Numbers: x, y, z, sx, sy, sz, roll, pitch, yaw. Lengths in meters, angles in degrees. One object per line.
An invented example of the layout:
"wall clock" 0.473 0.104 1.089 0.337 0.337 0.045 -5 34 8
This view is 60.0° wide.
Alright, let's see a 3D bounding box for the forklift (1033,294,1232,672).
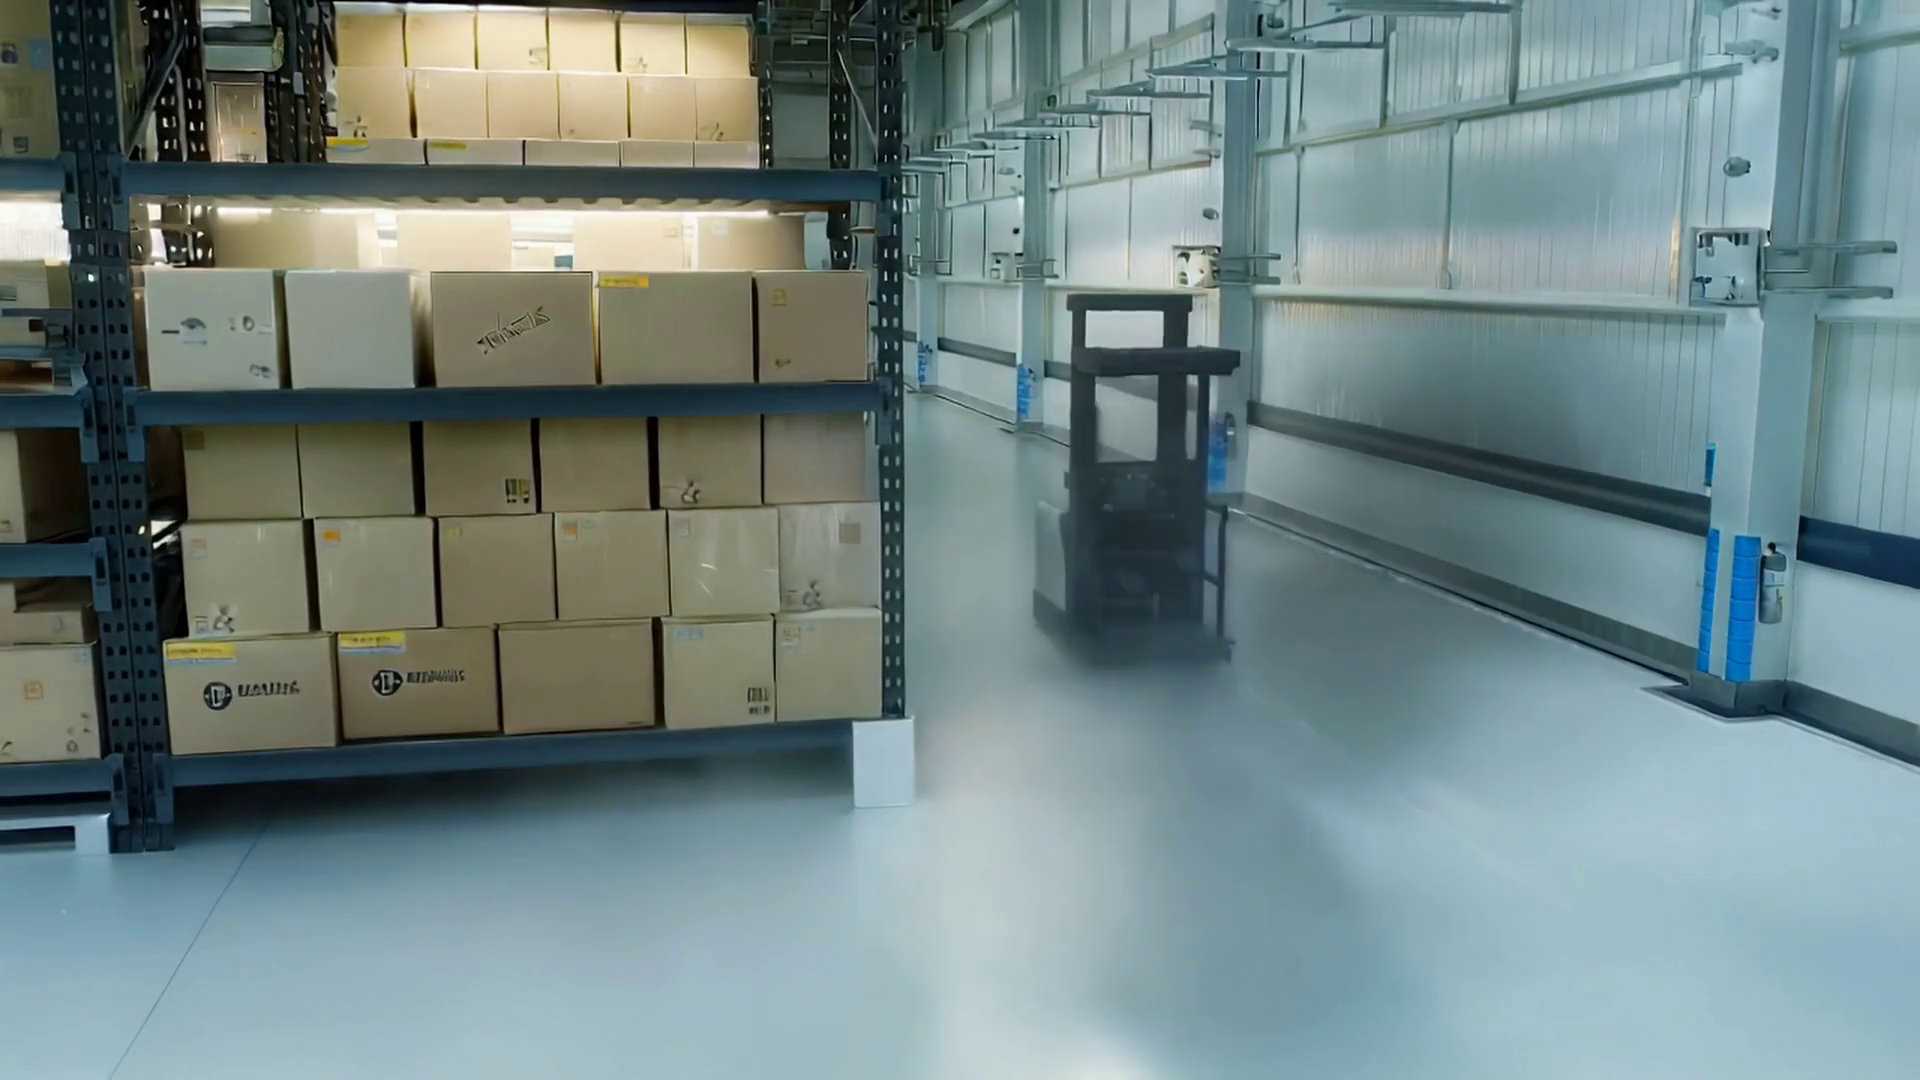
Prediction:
"forklift" 1.308 -0.546 13.126 1.129 2.768 1.873 -2 10 -12
